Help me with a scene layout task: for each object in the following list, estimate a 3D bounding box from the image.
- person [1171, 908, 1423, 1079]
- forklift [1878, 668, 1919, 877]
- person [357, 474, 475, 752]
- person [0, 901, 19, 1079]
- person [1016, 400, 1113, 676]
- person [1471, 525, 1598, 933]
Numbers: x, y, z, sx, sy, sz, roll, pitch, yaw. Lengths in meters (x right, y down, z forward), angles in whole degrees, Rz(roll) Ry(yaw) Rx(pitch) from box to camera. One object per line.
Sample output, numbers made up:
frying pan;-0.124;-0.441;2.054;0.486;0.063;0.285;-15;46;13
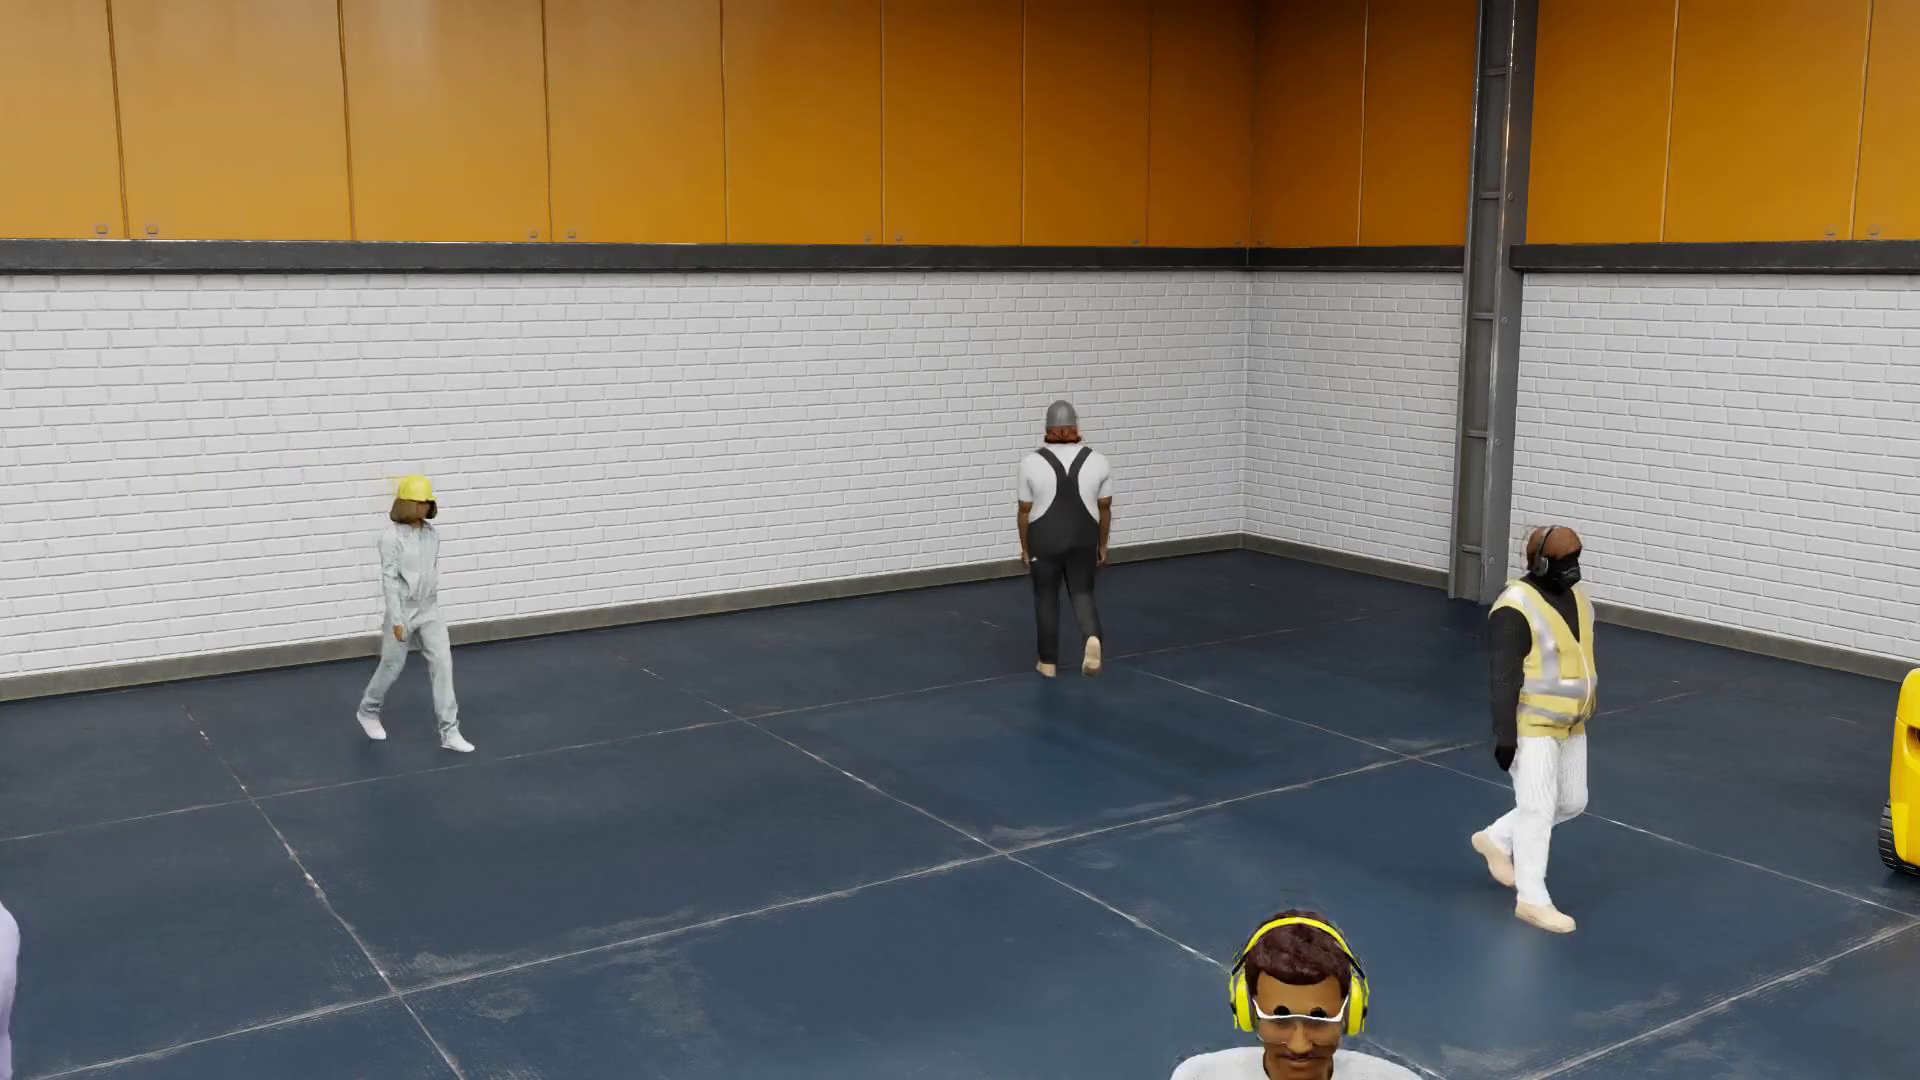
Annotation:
person;0.661;1.557;3.148;0.548;1.815;1.016;0;9;3
forklift;5.511;0.571;7.906;2.313;2.155;1.214;-6;11;-33
person;-3.393;0.434;10.198;0.851;1.708;0.484;6;11;31
person;-2.238;1.431;3.541;0.463;1.924;0.633;2;10;13
person;0.739;-0.005;11.839;0.688;2.000;0.729;-1;9;-6
person;2.589;0.820;7.514;0.643;1.827;0.531;-8;12;-39
